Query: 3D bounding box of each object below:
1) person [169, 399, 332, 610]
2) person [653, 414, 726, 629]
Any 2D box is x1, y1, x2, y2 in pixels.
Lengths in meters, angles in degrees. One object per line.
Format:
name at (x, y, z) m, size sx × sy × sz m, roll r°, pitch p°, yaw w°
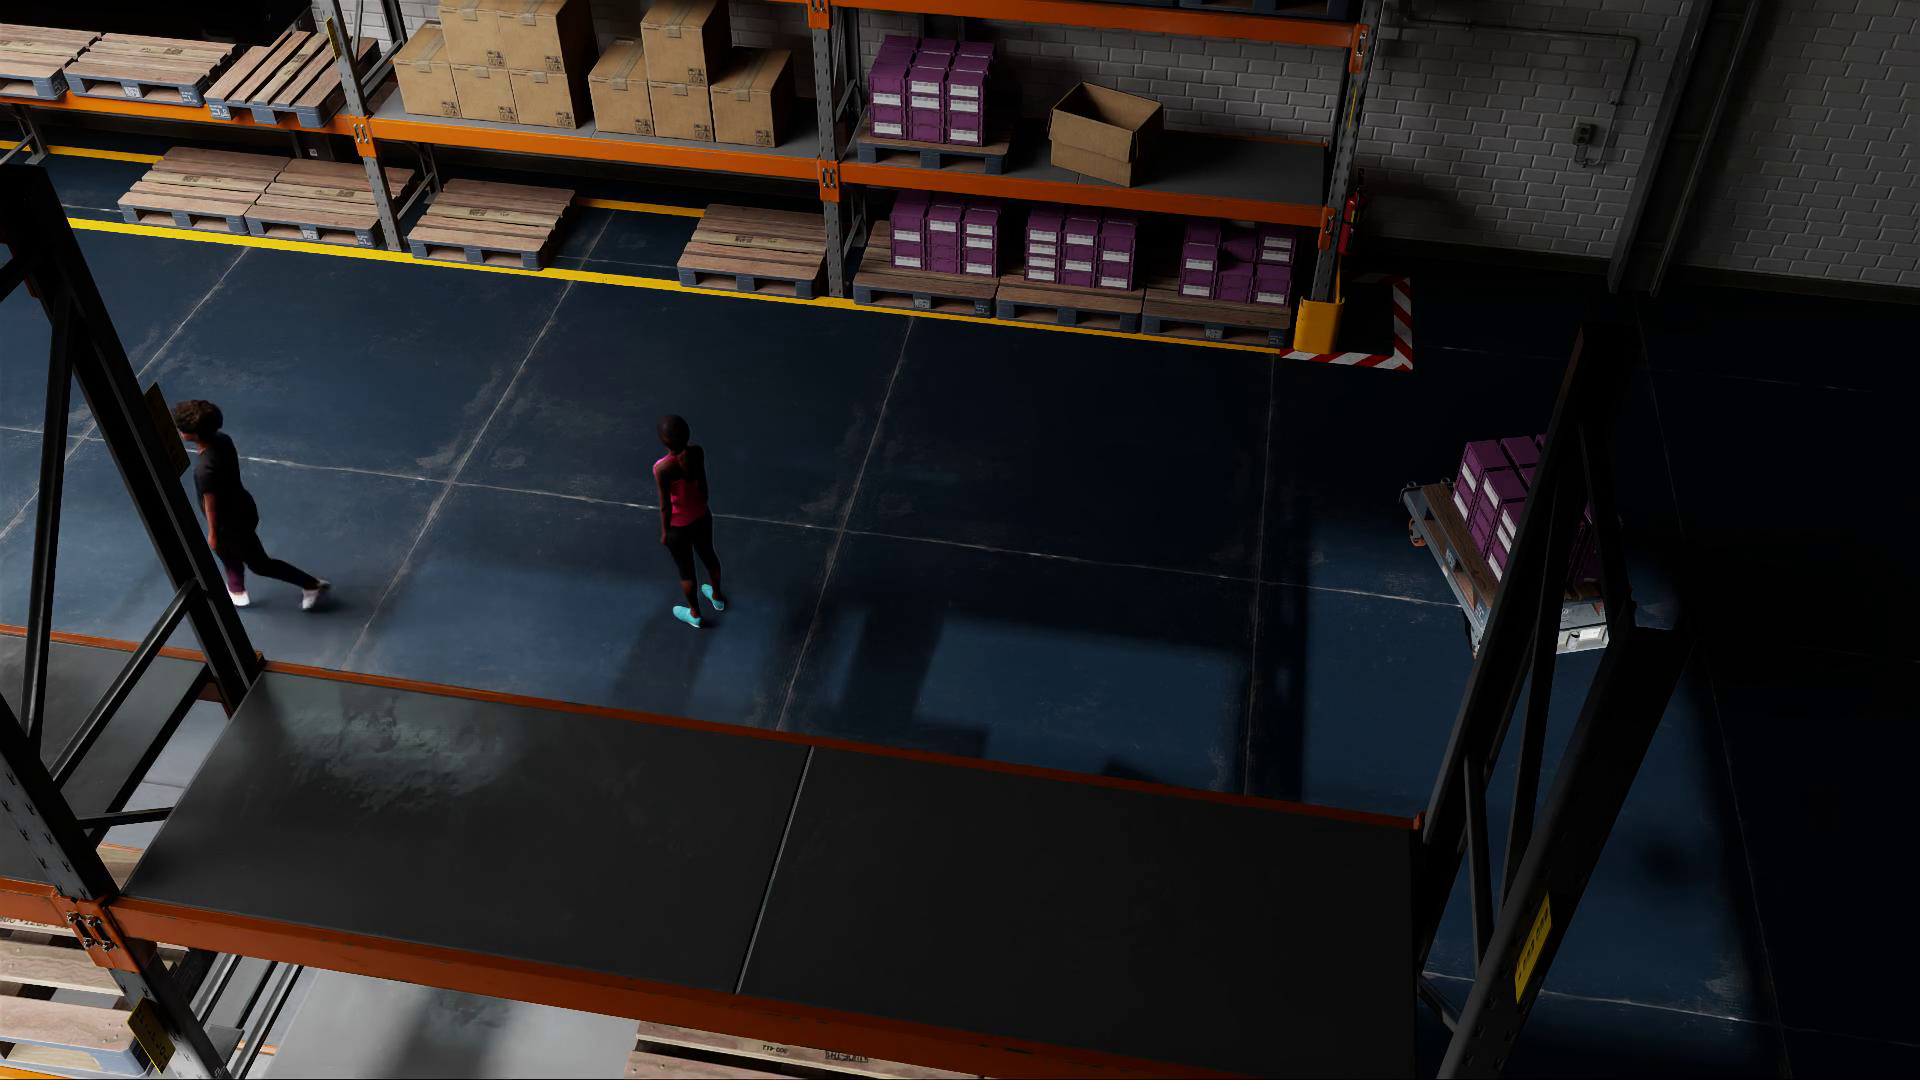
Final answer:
person at (-4.710, -0.180, 10.913) m, size 1.168 × 1.763 × 0.931 m, roll -11°, pitch 45°, yaw -12°
person at (-1.786, -0.129, 10.888) m, size 0.697 × 1.723 × 0.665 m, roll 32°, pitch 52°, yaw 29°
